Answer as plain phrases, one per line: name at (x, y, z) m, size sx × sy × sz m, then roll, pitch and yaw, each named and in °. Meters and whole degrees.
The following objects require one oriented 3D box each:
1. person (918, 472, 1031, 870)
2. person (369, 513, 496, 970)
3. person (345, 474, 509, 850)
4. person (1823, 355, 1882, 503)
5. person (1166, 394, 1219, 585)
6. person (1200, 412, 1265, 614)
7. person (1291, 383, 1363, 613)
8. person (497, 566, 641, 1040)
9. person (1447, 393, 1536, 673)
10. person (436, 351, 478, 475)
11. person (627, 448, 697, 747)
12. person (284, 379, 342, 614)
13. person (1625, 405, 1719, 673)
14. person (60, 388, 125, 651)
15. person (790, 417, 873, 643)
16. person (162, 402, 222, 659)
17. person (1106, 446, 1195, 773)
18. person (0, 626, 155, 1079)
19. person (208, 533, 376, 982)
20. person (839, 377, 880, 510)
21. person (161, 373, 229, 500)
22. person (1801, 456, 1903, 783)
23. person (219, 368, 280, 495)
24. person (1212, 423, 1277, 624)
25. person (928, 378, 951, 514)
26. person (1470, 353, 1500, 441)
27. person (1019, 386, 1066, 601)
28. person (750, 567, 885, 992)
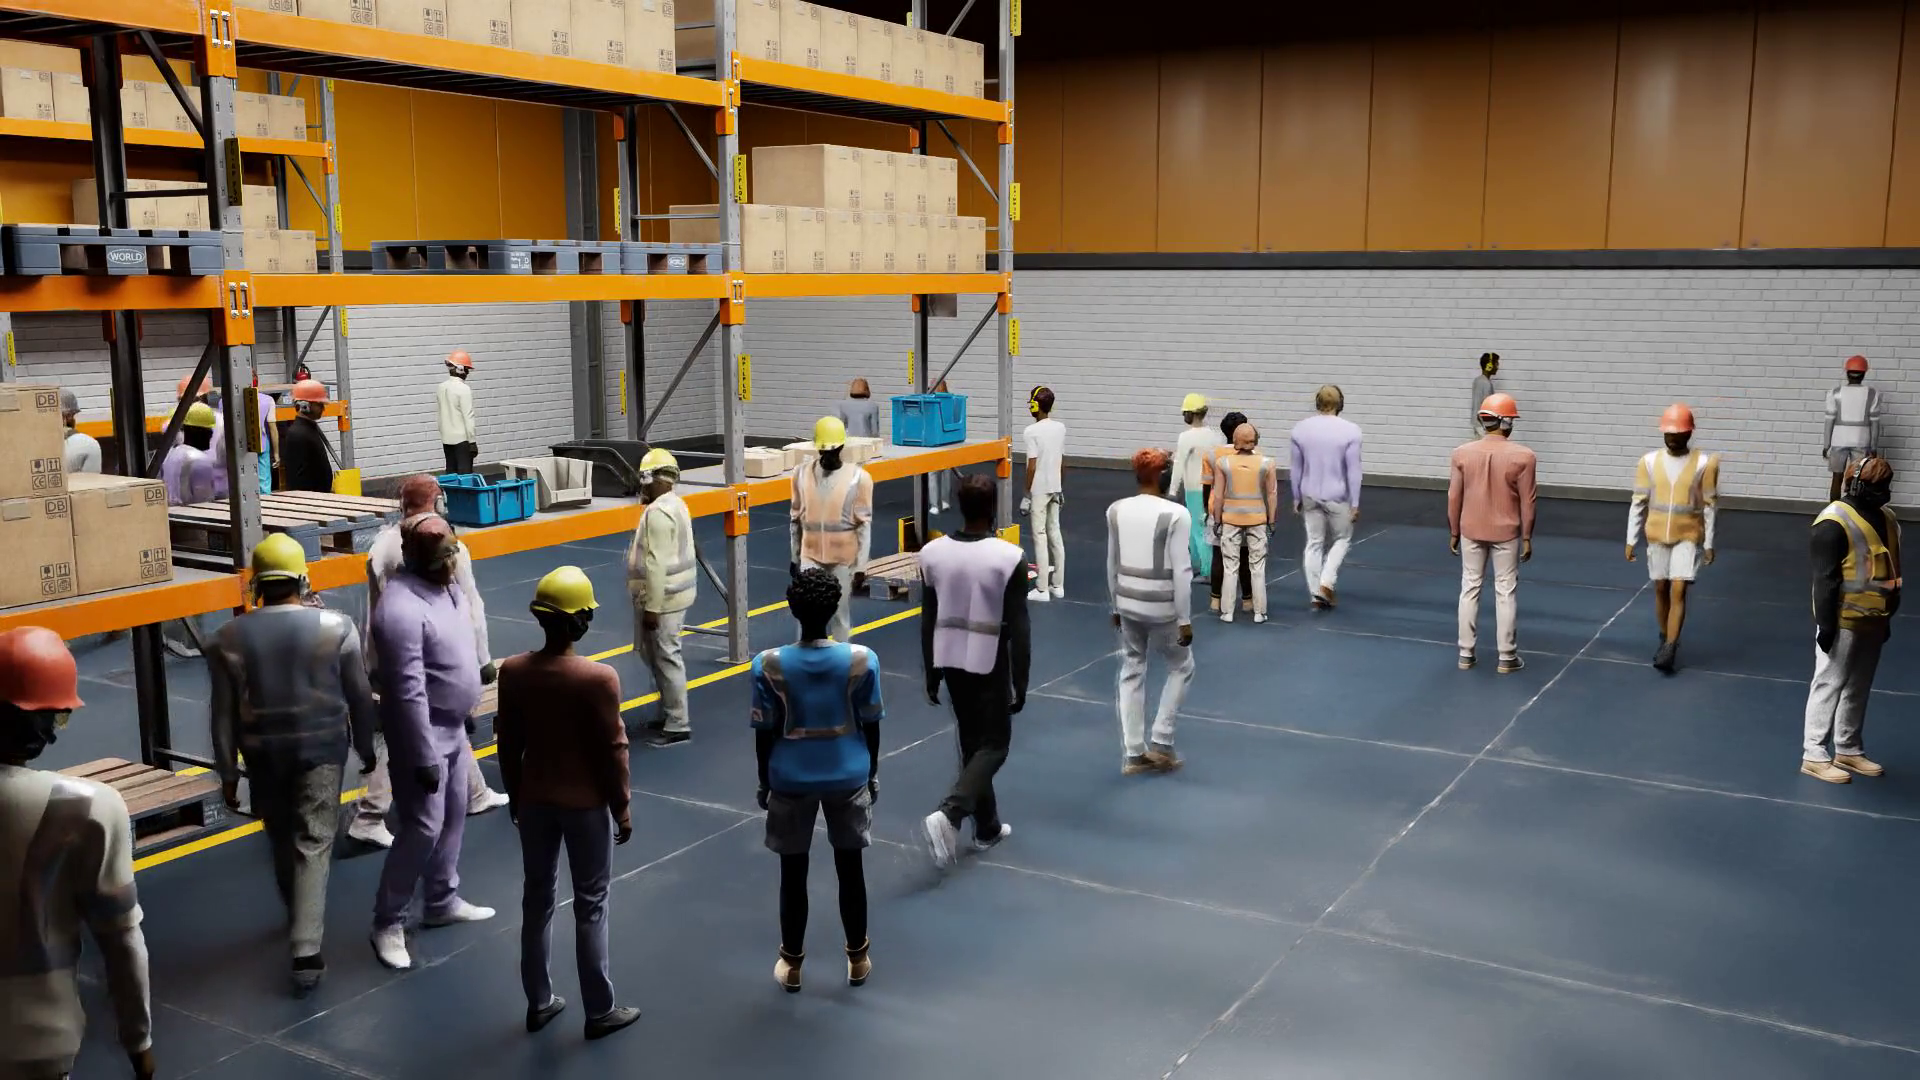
person at (0.043, 0.625, 7.992) m, size 0.594 × 1.894 × 0.774 m, roll 5°, pitch 11°, yaw 30°
person at (-2.228, 0.800, 6.955) m, size 0.464 × 1.879 × 0.728 m, roll 0°, pitch 9°, yaw 0°
person at (-2.709, 0.596, 8.361) m, size 0.629 × 1.851 × 1.030 m, roll 7°, pitch 12°, yaw 38°
person at (9.919, -1.086, 18.521) m, size 0.552 × 1.935 × 0.373 m, roll 4°, pitch 10°, yaw 25°
person at (2.126, -0.463, 15.255) m, size 0.646 × 1.745 × 0.526 m, roll 7°, pitch 12°, yaw 39°
person at (2.274, -0.223, 13.896) m, size 0.534 × 1.692 × 0.322 m, roll 3°, pitch 10°, yaw 17°
person at (3.067, -0.343, 13.912) m, size 0.656 × 1.925 × 0.432 m, roll 6°, pitch 11°, yaw 35°
person at (-1.457, 0.972, 6.208) m, size 0.534 × 1.767 × 0.320 m, roll 3°, pitch 10°, yaw 19°
person at (3.797, -0.050, 11.884) m, size 0.613 × 1.991 × 0.391 m, roll 6°, pitch 11°, yaw 32°
person at (-5.560, -1.109, 18.513) m, size 0.608 × 1.985 × 0.394 m, roll 8°, pitch 12°, yaw 40°
person at (-1.781, 0.362, 9.986) m, size 0.406 × 1.794 × 0.627 m, roll -1°, pitch 9°, yaw -5°
person at (-5.241, -0.301, 13.443) m, size 0.380 × 1.995 × 0.608 m, roll -2°, pitch 9°, yaw -15°
person at (5.064, -0.006, 11.912) m, size 0.573 × 1.893 × 0.938 m, roll 7°, pitch 11°, yaw 37°
person at (-6.731, -0.186, 12.582) m, size 0.701 × 2.000 × 1.037 m, roll 0°, pitch 9°, yaw 2°
person at (-0.894, 0.126, 11.090) m, size 0.610 × 1.888 × 0.783 m, roll 2°, pitch 9°, yaw 12°
person at (-5.632, -0.052, 12.170) m, size 0.626 × 1.906 × 0.545 m, roll 7°, pitch 12°, yaw 38°
person at (1.116, 0.397, 9.473) m, size 0.604 × 1.867 × 0.493 m, roll 8°, pitch 12°, yaw 41°
person at (-2.323, 1.207, 4.059) m, size 0.654 × 1.971 × 1.027 m, roll -1°, pitch 9°, yaw -6°
person at (-2.730, 0.863, 6.836) m, size 0.601 × 1.790 × 0.935 m, roll -1°, pitch 9°, yaw -8°
person at (-1.220, -1.107, 19.682) m, size 0.496 × 1.614 × 0.506 m, roll 2°, pitch 9°, yaw 15°
person at (-6.594, -0.469, 14.498) m, size 0.598 × 2.006 × 0.974 m, roll -4°, pitch 10°, yaw -22°
person at (5.015, 0.443, 9.322) m, size 0.619 × 1.836 × 0.430 m, roll -6°, pitch 11°, yaw -31°
person at (-7.605, -0.931, 17.836) m, size 0.570 × 1.844 × 0.379 m, roll -3°, pitch 10°, yaw -18°
person at (2.304, -0.129, 13.482) m, size 0.523 × 1.636 × 0.310 m, roll 1°, pitch 9°, yaw 8°
person at (-0.281, -1.129, 19.809) m, size 0.525 × 1.600 × 0.710 m, roll 0°, pitch 9°, yaw -2°
person at (6.554, -1.406, 20.778) m, size 0.343 × 1.859 × 0.519 m, roll 0°, pitch 9°, yaw -2°
person at (0.712, -0.400, 14.448) m, size 0.333 × 1.872 × 0.515 m, roll 9°, pitch 13°, yaw 44°
person at (-0.561, 0.948, 6.576) m, size 0.534 × 1.697 × 0.318 m, roll -2°, pitch 9°, yaw -10°
